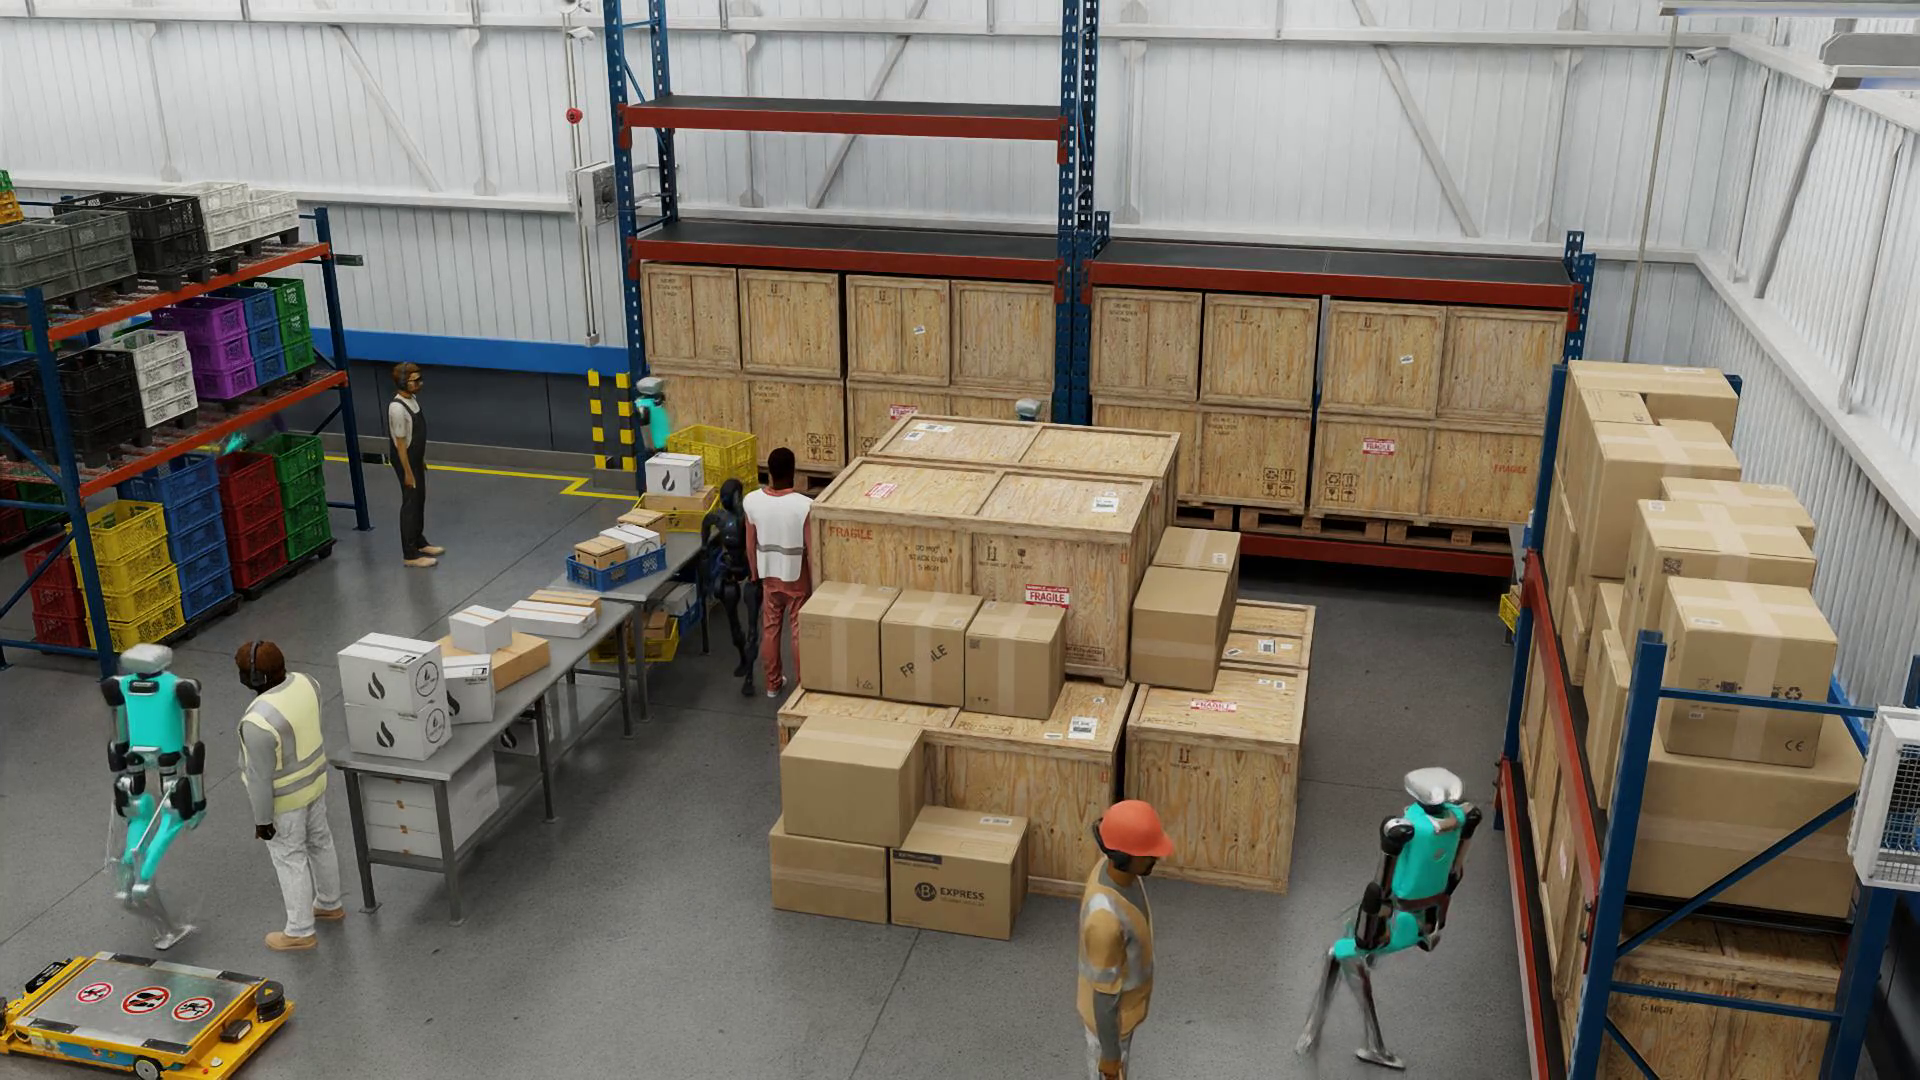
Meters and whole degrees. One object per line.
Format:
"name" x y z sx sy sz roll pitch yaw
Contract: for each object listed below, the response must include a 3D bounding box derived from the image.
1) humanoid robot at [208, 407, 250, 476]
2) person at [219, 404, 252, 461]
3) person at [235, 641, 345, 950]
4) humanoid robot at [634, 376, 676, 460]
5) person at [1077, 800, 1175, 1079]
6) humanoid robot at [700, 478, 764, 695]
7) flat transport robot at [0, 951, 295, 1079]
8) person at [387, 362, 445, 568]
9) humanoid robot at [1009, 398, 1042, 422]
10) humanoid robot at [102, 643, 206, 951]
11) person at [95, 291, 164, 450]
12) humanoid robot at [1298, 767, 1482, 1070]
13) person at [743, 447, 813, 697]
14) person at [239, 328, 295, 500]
"humanoid robot" -6.962 -1.070 15.794 0.572 1.725 0.963 14 25 33
"person" -7.269 -1.527 16.810 0.329 1.865 0.515 11 24 27
"person" -3.726 1.400 9.198 0.429 1.837 0.622 3 21 9
"humanoid robot" -2.373 -0.490 14.400 0.760 1.872 0.530 3 21 7
"person" 0.706 2.035 7.242 0.385 2.039 0.614 4 21 10
"humanoid robot" -1.637 0.320 12.258 0.615 1.631 0.667 3 21 8
"flat transport robot" -4.270 2.464 8.601 1.431 0.231 0.659 5 22 13
"person" -4.802 -0.661 14.586 0.346 1.837 0.500 -2 21 -4
"humanoid robot" 0.747 -0.238 13.767 0.740 1.898 0.541 4 21 11
"humanoid robot" -4.444 1.510 9.056 0.539 1.762 0.836 1 21 4
"person" -8.873 -1.857 17.698 0.486 1.844 0.462 5 21 12
"humanoid robot" 2.040 1.824 8.224 0.590 1.779 0.870 -9 23 -23
"person" -1.267 0.257 12.063 0.589 1.920 0.393 8 22 19
"person" -6.334 -1.029 15.274 0.479 2.024 0.618 -13 25 -31
